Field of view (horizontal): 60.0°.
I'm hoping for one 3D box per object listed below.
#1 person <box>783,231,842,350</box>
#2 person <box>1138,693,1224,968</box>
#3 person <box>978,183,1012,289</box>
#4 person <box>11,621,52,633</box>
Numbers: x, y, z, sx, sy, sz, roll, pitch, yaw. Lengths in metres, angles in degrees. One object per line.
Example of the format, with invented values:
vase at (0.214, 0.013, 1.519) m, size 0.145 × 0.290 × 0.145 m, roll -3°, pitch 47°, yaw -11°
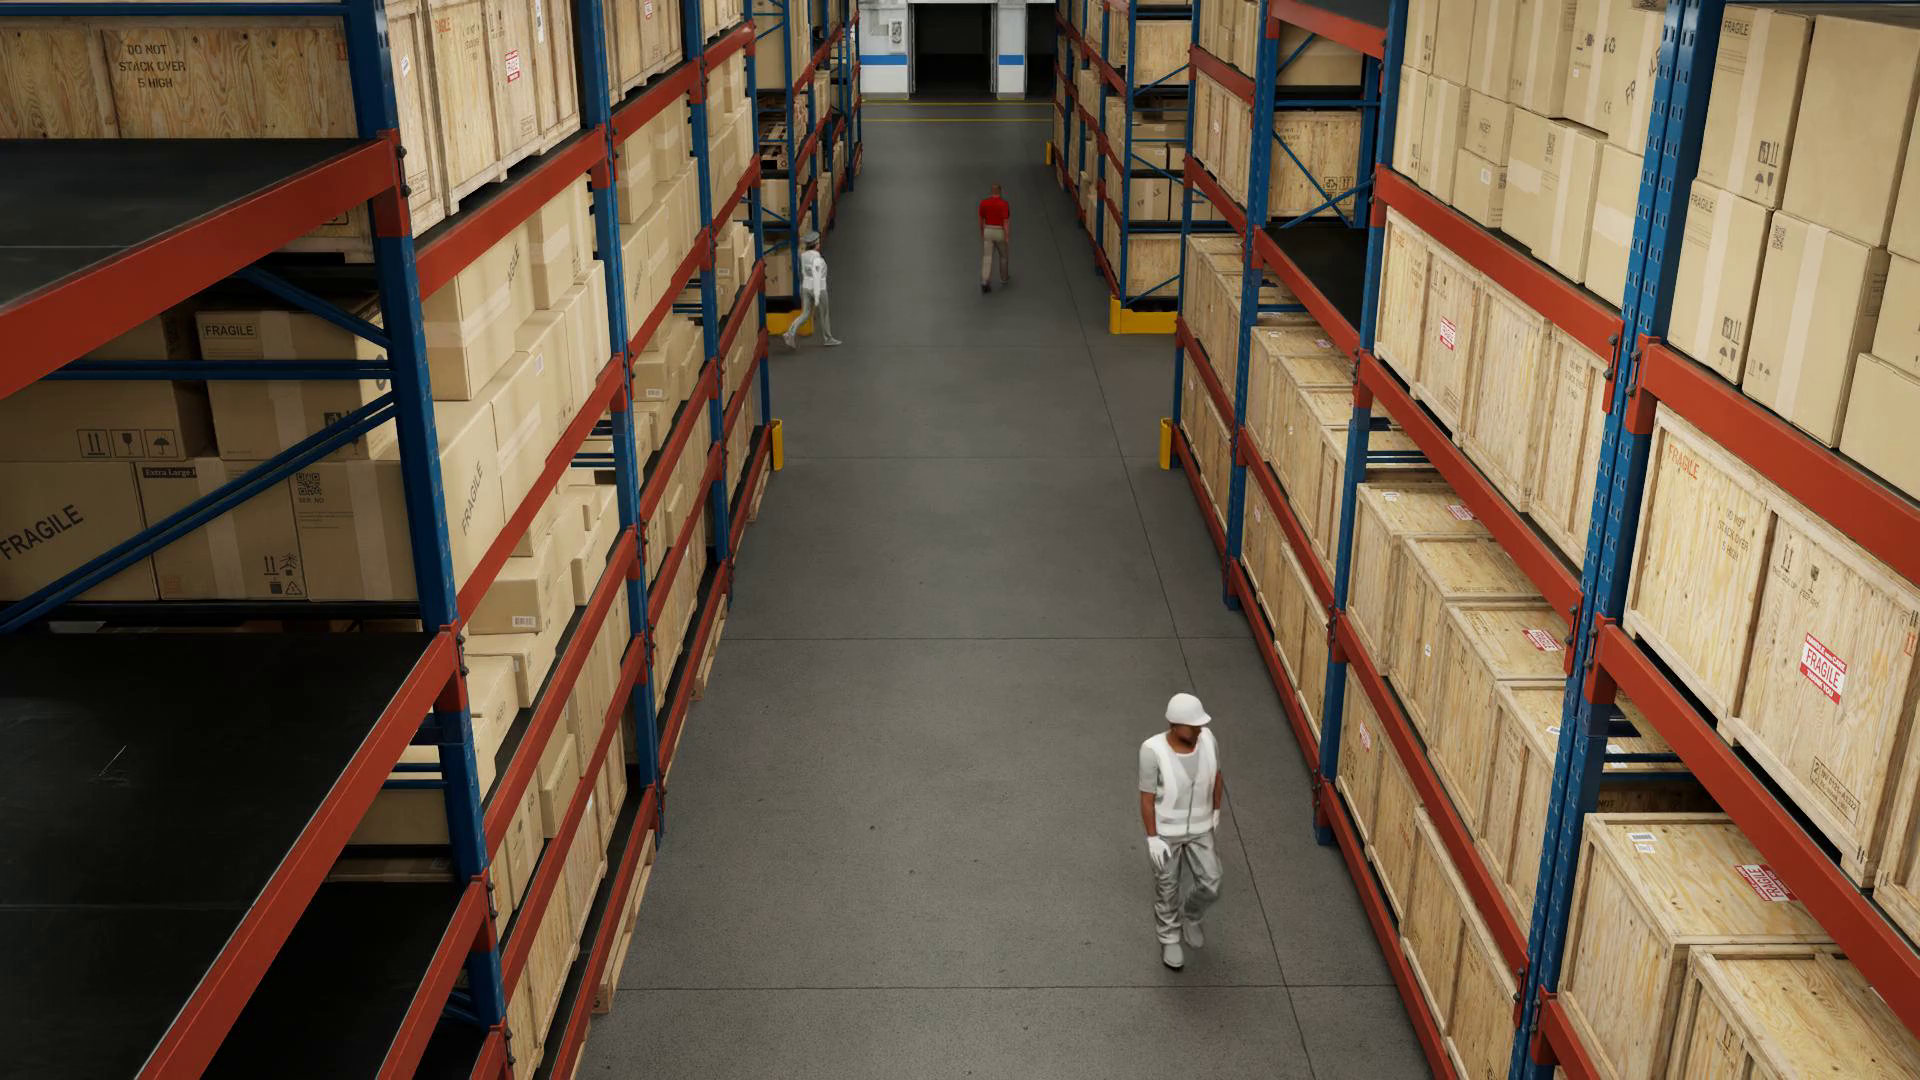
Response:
person at (-2.112, -3.544, 23.633) m, size 0.904 × 1.678 × 0.491 m, roll -17°, pitch 27°, yaw -37°
person at (1.342, 1.745, 10.007) m, size 0.575 × 1.779 × 0.455 m, roll -5°, pitch 22°, yaw -12°
person at (0.570, -5.014, 27.297) m, size 0.575 × 1.683 × 1.046 m, roll 6°, pitch 22°, yaw 14°
person at (-6.892, 0.965, 12.047) m, size 0.611 × 1.761 × 0.949 m, roll -6°, pitch 22°, yaw -14°
